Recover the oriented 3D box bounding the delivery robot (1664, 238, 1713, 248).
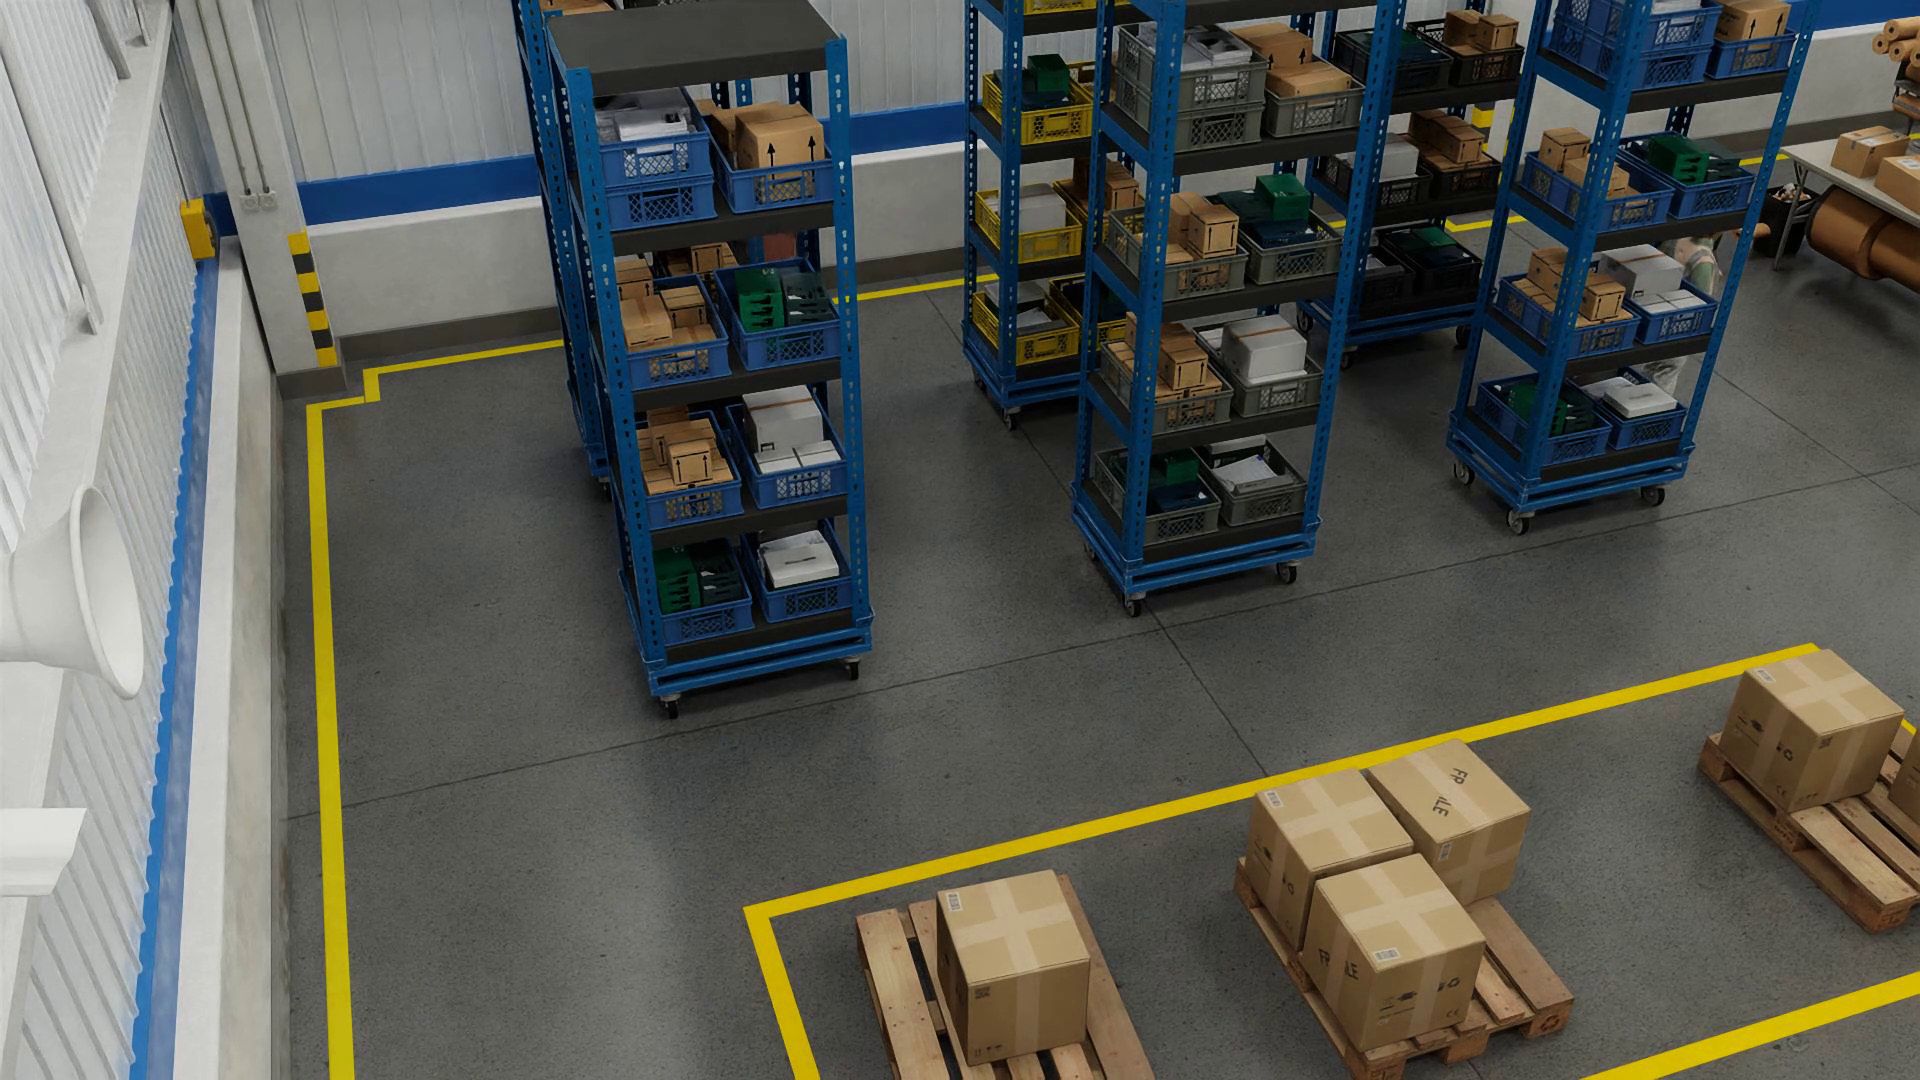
[{"bbox_3d":[5.881,-2.566,13.347,0.477,0.478,0.707,14,38,19],"label":"delivery robot"}]

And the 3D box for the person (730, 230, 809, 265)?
[{"bbox_3d":[-1.266,-1.692,10.983,0.644,1.963,0.527,-18,39,-23],"label":"person"}]

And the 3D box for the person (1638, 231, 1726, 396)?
[{"bbox_3d":[4.721,-1.438,10.890,0.310,1.640,0.514,2,35,3],"label":"person"}]
